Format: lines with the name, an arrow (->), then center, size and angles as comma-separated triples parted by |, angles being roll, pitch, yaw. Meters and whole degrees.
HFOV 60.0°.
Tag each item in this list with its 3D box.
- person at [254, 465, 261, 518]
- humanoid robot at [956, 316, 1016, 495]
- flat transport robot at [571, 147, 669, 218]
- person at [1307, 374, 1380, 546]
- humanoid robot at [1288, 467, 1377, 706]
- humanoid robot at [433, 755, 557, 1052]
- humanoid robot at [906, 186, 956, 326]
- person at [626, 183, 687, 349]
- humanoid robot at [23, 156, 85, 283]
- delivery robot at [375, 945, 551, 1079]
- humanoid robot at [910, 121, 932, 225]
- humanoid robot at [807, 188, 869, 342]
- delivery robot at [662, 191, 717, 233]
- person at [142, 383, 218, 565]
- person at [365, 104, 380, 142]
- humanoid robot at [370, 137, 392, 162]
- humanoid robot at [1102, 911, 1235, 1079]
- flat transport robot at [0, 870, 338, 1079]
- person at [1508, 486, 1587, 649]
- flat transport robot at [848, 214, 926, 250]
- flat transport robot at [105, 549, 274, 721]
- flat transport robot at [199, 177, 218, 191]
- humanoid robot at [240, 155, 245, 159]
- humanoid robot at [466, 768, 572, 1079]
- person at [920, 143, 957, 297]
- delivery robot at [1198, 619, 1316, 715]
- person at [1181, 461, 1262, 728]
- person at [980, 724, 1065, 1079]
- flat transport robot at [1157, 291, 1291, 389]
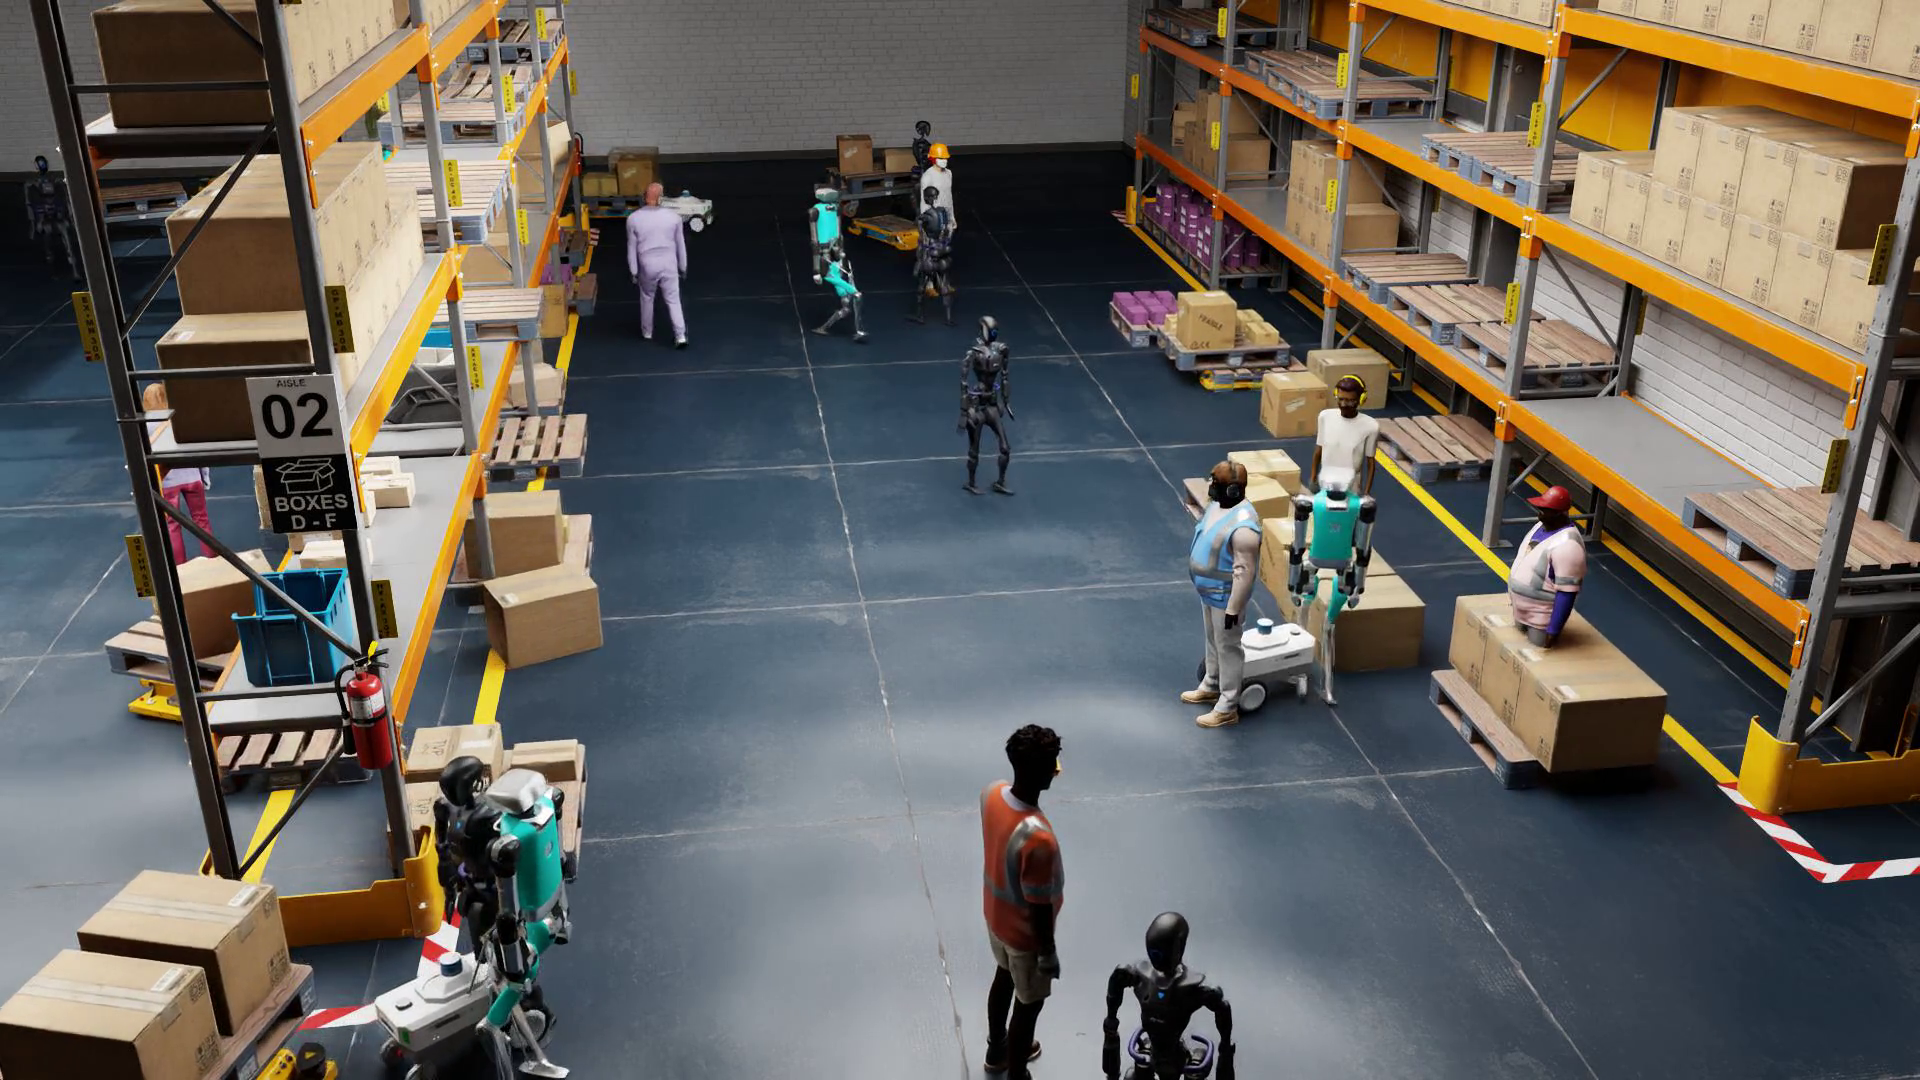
person -> -5.739, -0.893, 13.874 | 0.559, 1.743, 0.332 | -19, 30, -37
humanoid robot -> 0.230, -1.168, 14.591 | 0.615, 1.642, 0.460 | -20, 30, -37
flat transport robot -> -5.088, -4.991, 25.049 | 1.431, 0.231, 0.659 | -1, 24, -2
person -> 2.842, -0.350, 12.492 | 0.507, 1.866, 0.329 | 14, 27, 29
humanoid robot -> 2.467, 0.238, 11.306 | 0.530, 1.749, 0.818 | 2, 24, 4
humanoid robot -> -2.242, 1.731, 7.989 | 0.611, 1.649, 0.355 | 12, 26, 25
humanoid robot -> -0.336, -3.341, 19.560 | 0.692, 1.633, 0.602 | 18, 30, 35
person -> -3.409, -3.094, 18.764 | 0.663, 1.852, 0.929 | -6, 24, -14
humanoid robot -> -11.646, -4.102, 21.331 | 0.590, 1.622, 0.783 | -19, 30, -36
delivery robot -> -2.452, 2.275, 8.124 | 0.777, 0.583, 0.499 | -21, 31, -39
humanoid robot -> -0.535, -5.075, 23.474 | 0.315, 1.655, 0.599 | 2, 24, 4
humanoid robot -> -1.301, -3.079, 18.937 | 1.034, 1.776, 0.539 | 16, 28, 31
delivery robot -> -3.949, -4.768, 24.207 | 0.801, 0.612, 0.499 | 5, 24, 11
person -> -6.108, -0.432, 12.971 | 0.498, 1.629, 0.287 | -16, 29, -33
person -> -9.385, -6.394, 26.556 | 0.351, 1.618, 0.527 | -10, 26, -22
humanoid robot -> -7.602, -4.293, 21.659 | 0.544, 1.765, 0.939 | 4, 24, 9
humanoid robot -> 0.863, 2.247, 6.808 | 0.595, 1.652, 0.352 | 10, 25, 21
flat transport robot -> -3.754, 2.577, 7.806 | 1.431, 0.231, 0.659 | 4, 24, 10
person -> 3.738, 0.468, 10.765 | 0.419, 1.754, 0.600 | -2, 24, -4
flat transport robot -> -0.930, -4.380, 23.656 | 0.659, 0.231, 1.431 | -17, 29, -33
flat transport robot -> -5.066, 0.863, 11.711 | 0.659, 0.231, 1.431 | 8, 25, 17
flat transport robot -> -11.375, -5.689, 26.638 | 1.431, 0.231, 0.659 | 6, 24, 13
humanoid robot -> -9.356, -4.633, 22.457 | 0.544, 1.818, 0.767 | -10, 26, -22
humanoid robot -> -2.112, 1.868, 7.700 | 0.660, 1.876, 0.554 | 6, 24, 14
person -> -0.263, -4.010, 20.793 | 0.361, 1.894, 0.587 | 19, 30, 37
delivery robot -> 2.048, 0.848, 11.414 | 0.785, 0.614, 0.524 | -11, 26, -23
person -> 1.717, 0.346, 10.934 | 0.429, 1.844, 0.621 | -4, 24, -8
person -> 0.293, 1.727, 7.647 | 0.364, 1.957, 0.603 | -8, 25, -19
flat transport robot -> 2.813, -1.943, 18.104 | 0.659, 0.231, 1.431 | -3, 24, -7
